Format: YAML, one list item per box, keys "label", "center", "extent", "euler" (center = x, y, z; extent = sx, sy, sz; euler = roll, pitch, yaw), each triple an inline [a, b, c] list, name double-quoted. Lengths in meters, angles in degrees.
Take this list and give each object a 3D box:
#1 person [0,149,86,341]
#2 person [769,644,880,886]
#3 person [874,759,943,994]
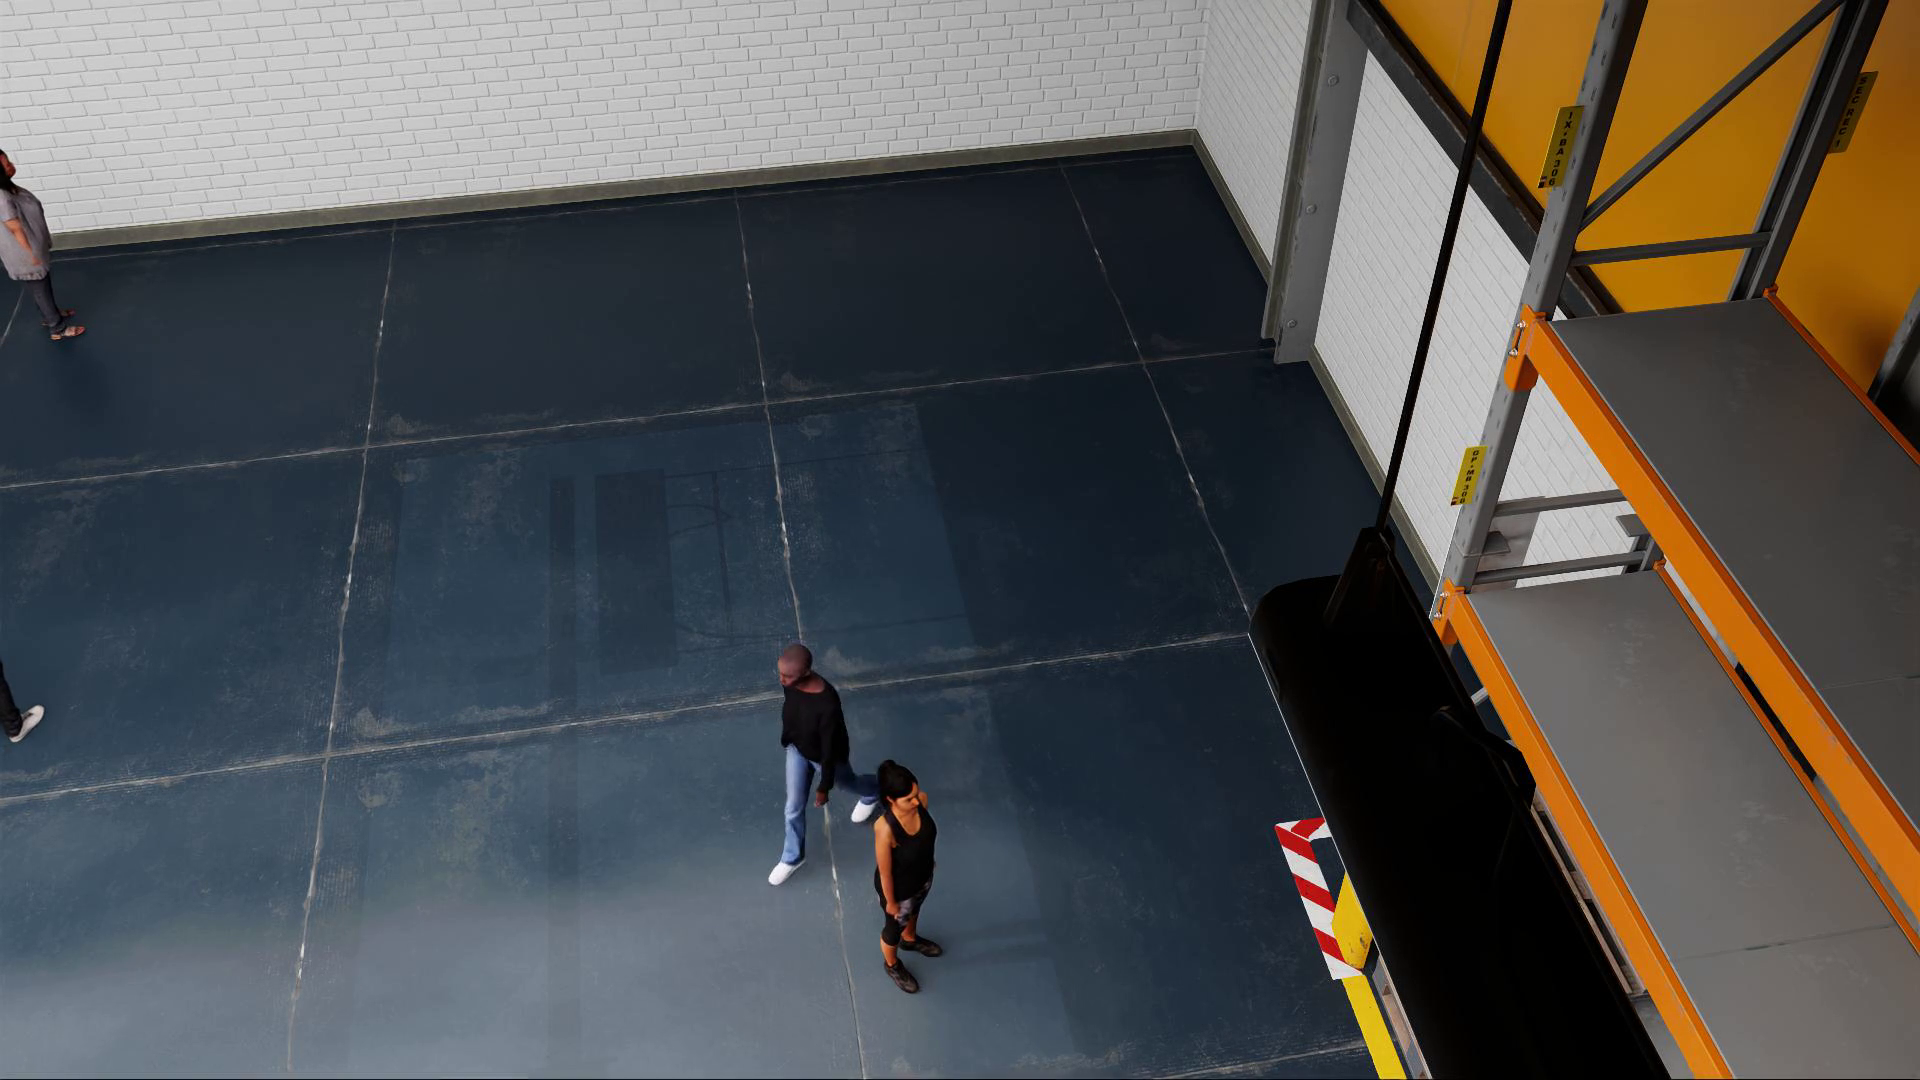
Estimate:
- label: "person"
  center: [-7.339, -2.327, 13.013]
  extent: [0.812, 1.609, 0.734]
  euler: [-26, 49, -25]
- label: "person"
  center: [-0.720, 1.141, 9.298]
  extent: [1.109, 1.712, 1.155]
  euler: [27, 50, 25]
- label: "person"
  center: [-0.293, 1.740, 8.705]
  extent: [0.712, 1.661, 0.635]
  euler: [22, 48, 21]
